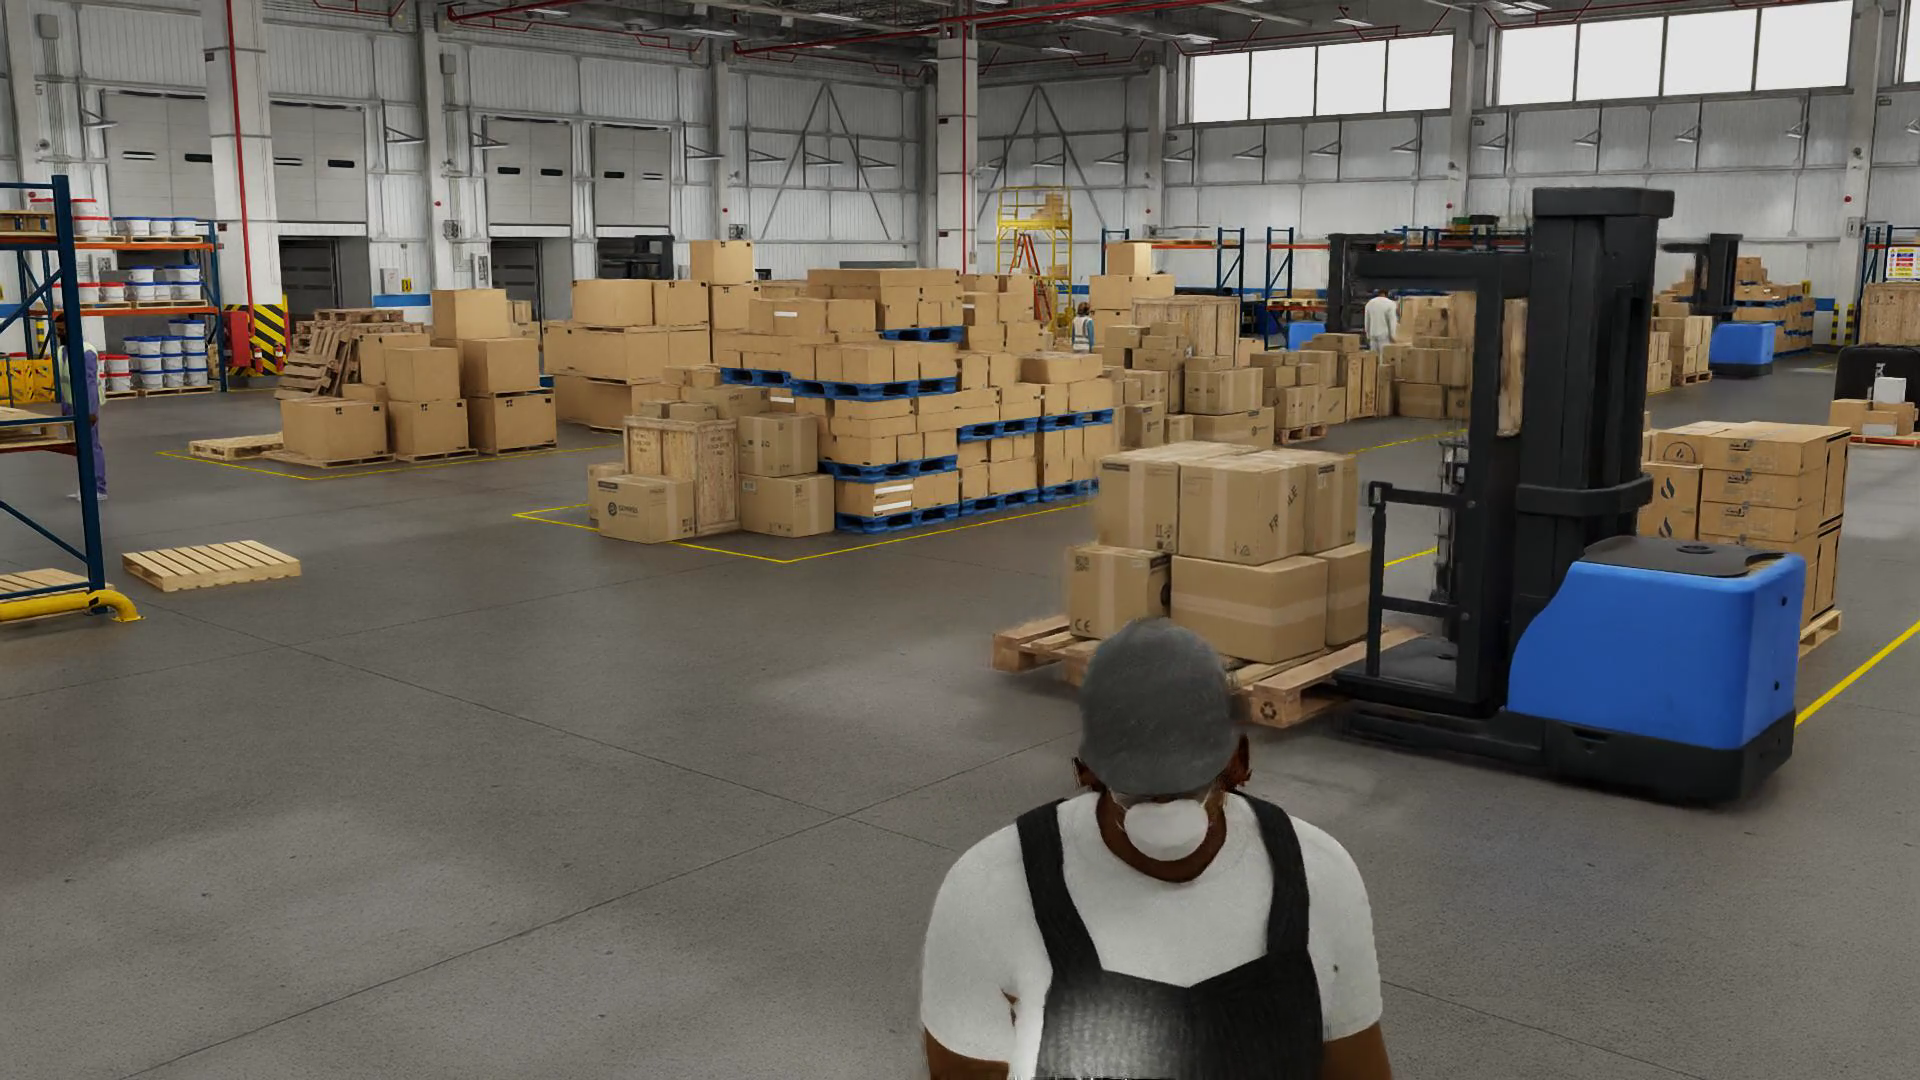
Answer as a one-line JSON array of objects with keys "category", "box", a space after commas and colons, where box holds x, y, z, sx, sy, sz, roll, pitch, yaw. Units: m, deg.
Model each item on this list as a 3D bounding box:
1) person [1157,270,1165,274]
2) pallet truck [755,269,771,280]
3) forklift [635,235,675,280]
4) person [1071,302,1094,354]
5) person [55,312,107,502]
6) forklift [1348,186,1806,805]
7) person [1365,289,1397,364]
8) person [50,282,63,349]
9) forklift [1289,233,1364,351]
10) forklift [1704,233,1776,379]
[{"category": "person", "box": [5.989, -7.055, 49.378, 0.860, 1.894, 0.698, 1, 10, 6]}, {"category": "pallet truck", "box": [-4.996, -6.432, 45.525, 1.885, 1.965, 0.823, -6, 12, -32]}, {"category": "forklift", "box": [-6.605, -5.251, 36.289, 1.129, 2.768, 1.873, 8, 12, 37]}, {"category": "person", "box": [2.095, -3.229, 28.313, 0.312, 1.638, 0.512, -7, 12, -36]}, {"category": "person", "box": [-8.889, -1.344, 16.822, 0.592, 1.909, 0.409, 7, 12, 35]}, {"category": "forklift", "box": [3.077, -0.312, 8.169, 1.873, 2.768, 1.129, 8, 13, 40]}, {"category": "person", "box": [7.550, -3.645, 29.820, 0.359, 1.938, 0.635, -8, 13, -39]}, {"category": "person", "box": [-17.150, -3.992, 31.870, 0.560, 1.916, 0.548, -7, 12, -35]}, {"category": "forklift", "box": [7.501, -4.592, 32.538, 1.873, 2.768, 1.129, 8, 13, 40]}, {"category": "forklift", "box": [14.974, -4.625, 32.725, 1.873, 2.768, 1.129, 8, 13, 40]}]
